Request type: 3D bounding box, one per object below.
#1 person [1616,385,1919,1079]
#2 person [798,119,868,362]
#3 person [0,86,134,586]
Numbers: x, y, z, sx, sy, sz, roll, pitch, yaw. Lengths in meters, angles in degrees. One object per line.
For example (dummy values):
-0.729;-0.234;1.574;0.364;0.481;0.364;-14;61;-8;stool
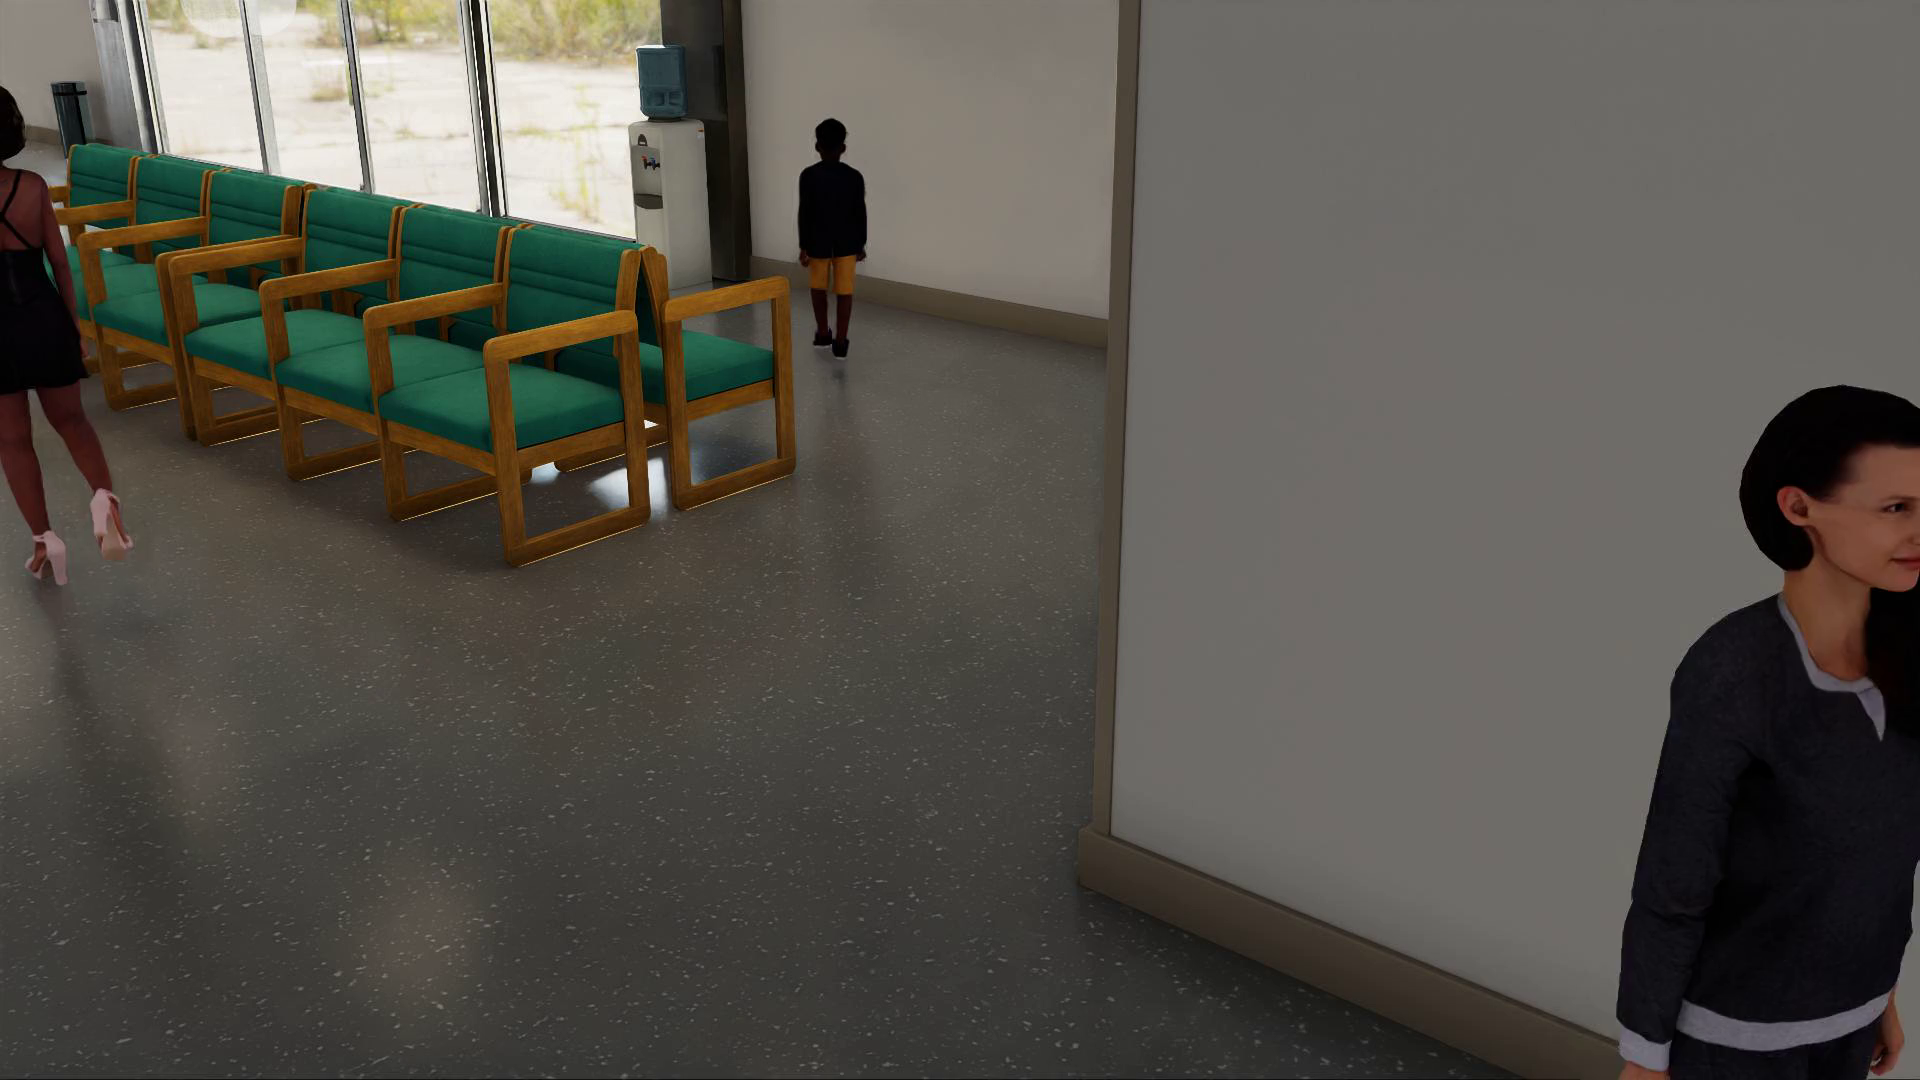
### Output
1.046;0.627;2.326;1.007;1.746;0.841;-13;25;-32;person
-0.675;-1.575;8.823;0.645;1.260;0.708;-3;21;-9;person
-3.172;-0.652;5.658;0.639;1.777;0.744;19;28;41;person
